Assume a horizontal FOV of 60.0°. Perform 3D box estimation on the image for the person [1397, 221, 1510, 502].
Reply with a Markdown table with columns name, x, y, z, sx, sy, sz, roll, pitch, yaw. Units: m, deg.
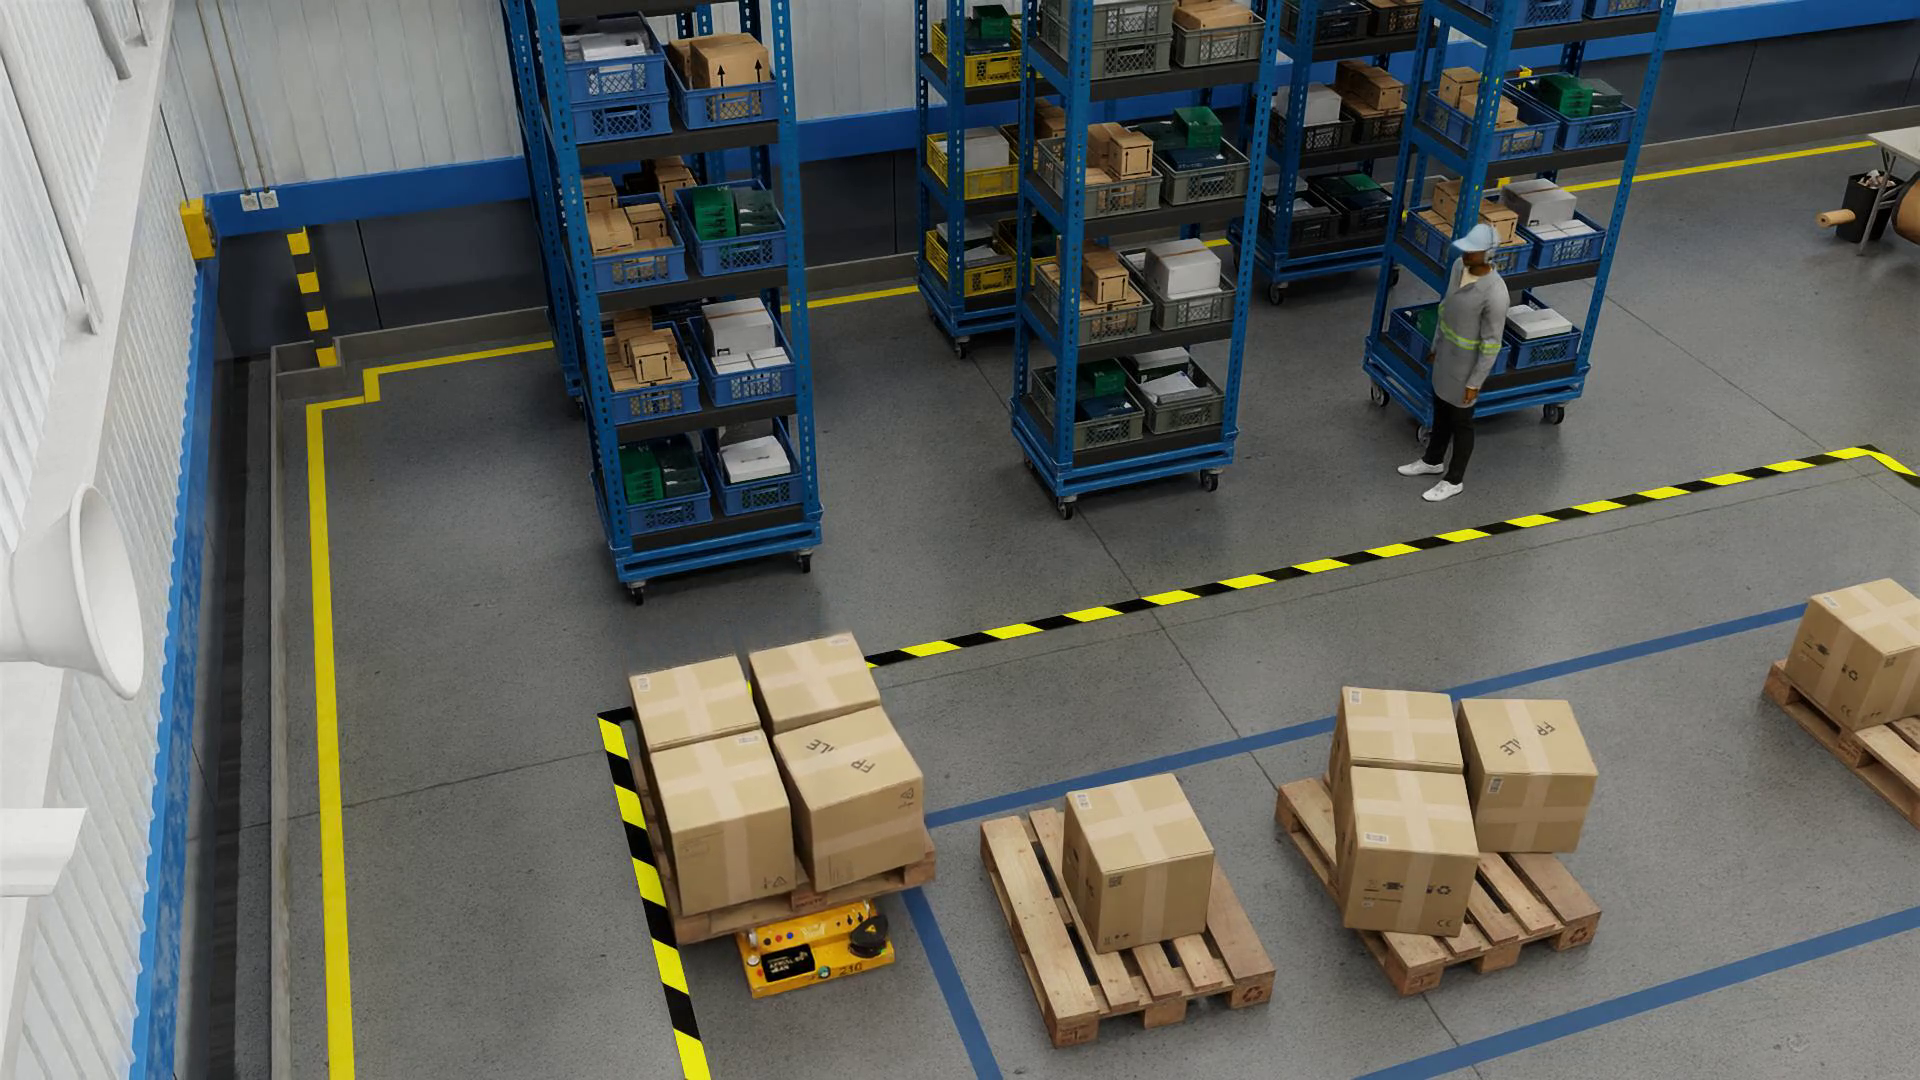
| name | x | y | z | sx | sy | sz | roll | pitch | yaw |
| --- | --- | --- | --- | --- | --- | --- | --- | --- | --- |
| person | 3.064 | -1.101 | 10.243 | 0.368 | 1.852 | 0.588 | -9 | 36 | -12 |

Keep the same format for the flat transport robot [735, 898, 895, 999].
| name | x | y | z | sx | sy | sz | roll | pitch | yaw |
| --- | --- | --- | --- | --- | --- | --- | --- | --- | --- |
| flat transport robot | -0.829 | 1.502 | 7.902 | 0.652 | 0.197 | 1.431 | -11 | 37 | -15 |
